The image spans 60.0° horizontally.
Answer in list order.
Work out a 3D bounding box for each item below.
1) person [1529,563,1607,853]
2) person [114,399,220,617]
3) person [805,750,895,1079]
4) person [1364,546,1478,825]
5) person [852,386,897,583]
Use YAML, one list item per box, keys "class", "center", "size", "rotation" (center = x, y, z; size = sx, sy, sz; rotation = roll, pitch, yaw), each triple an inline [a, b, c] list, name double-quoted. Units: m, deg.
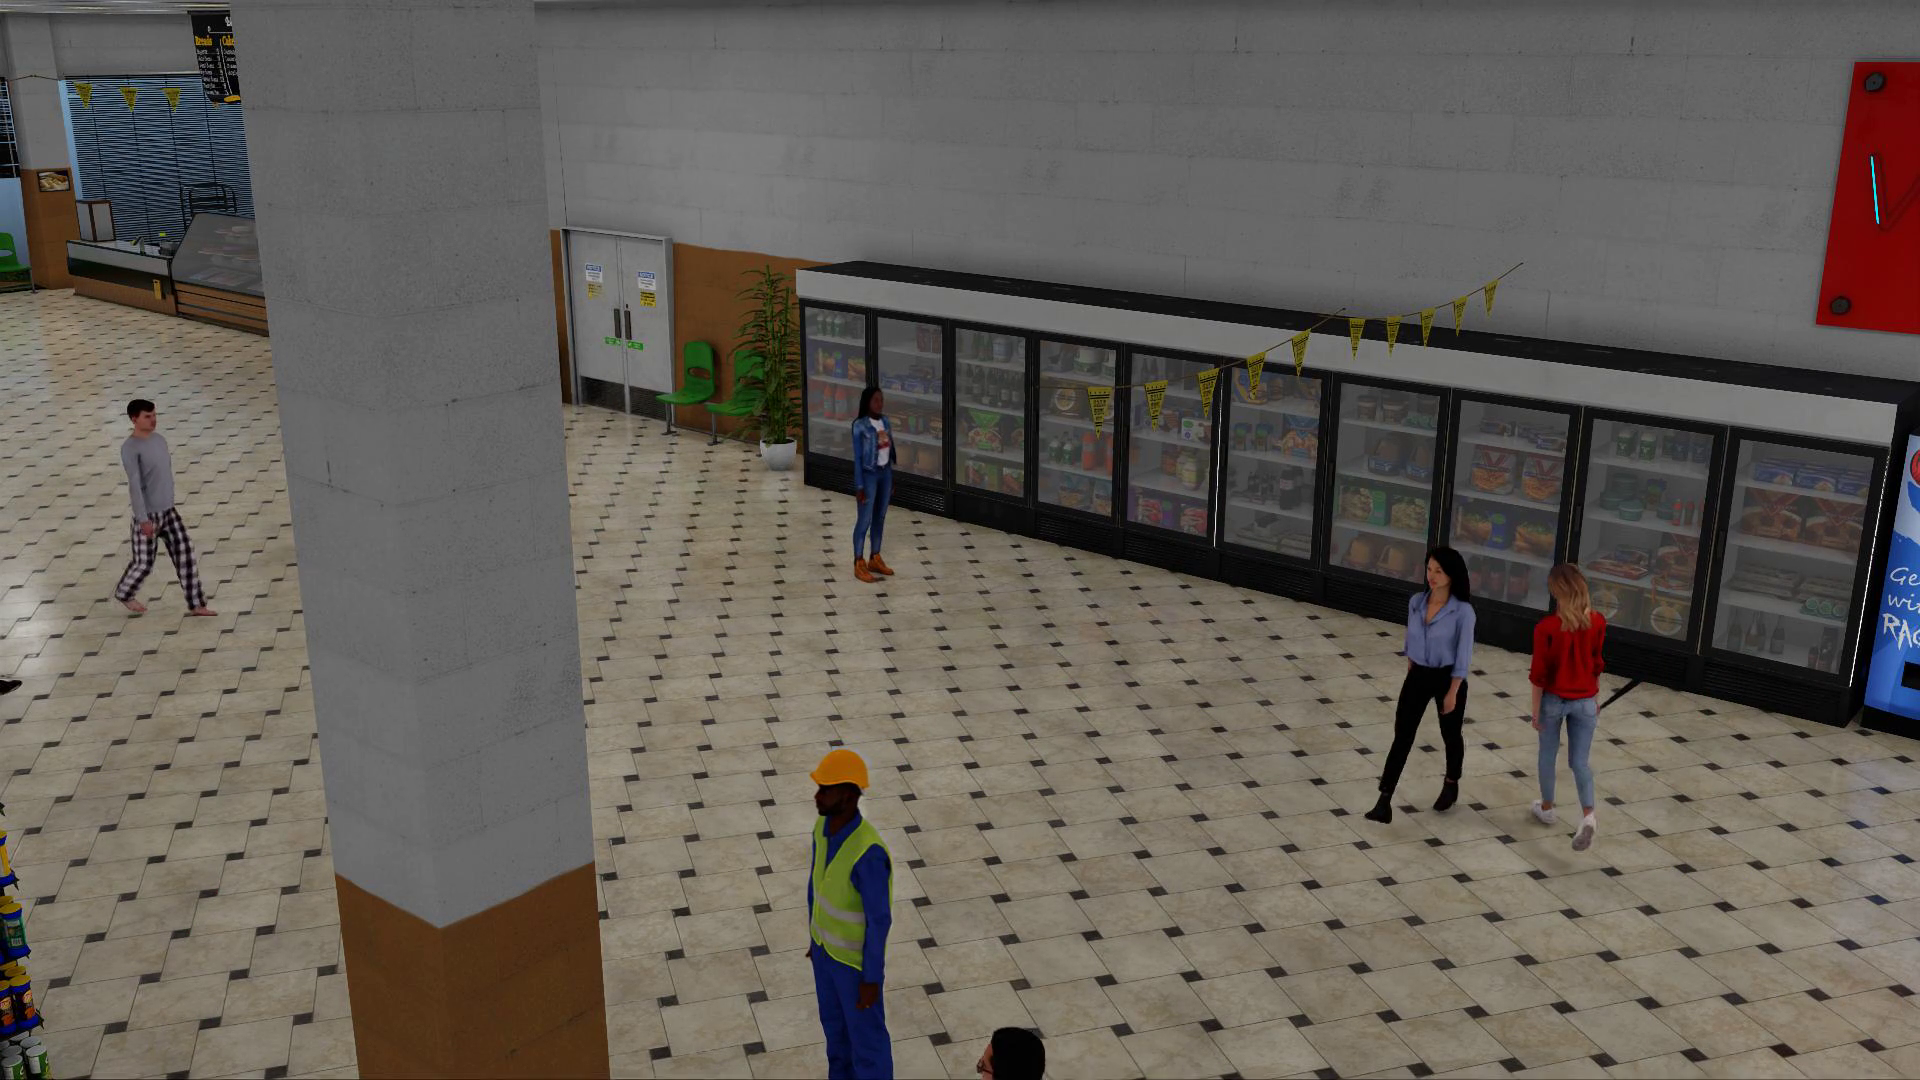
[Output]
- class: "person"
  center: [3.573, 0.994, 9.695]
  size: [1.043, 1.681, 1.116]
  rotation: [-1, 17, -2]
- class: "person"
  center: [-6.612, -0.221, 13.488]
  size: [1.024, 1.801, 1.196]
  rotation: [5, 18, 16]
- class: "person"
  center: [-0.468, 1.731, 7.041]
  size: [0.663, 1.812, 0.724]
  rotation: [-11, 20, -33]
- class: "person"
  center: [2.931, 0.882, 10.026]
  size: [0.705, 1.703, 1.089]
  rotation: [16, 23, 42]
- class: "person"
  center: [-0.768, -0.508, 14.590]
  size: [0.666, 1.712, 0.456]
  rotation: [13, 21, 37]
